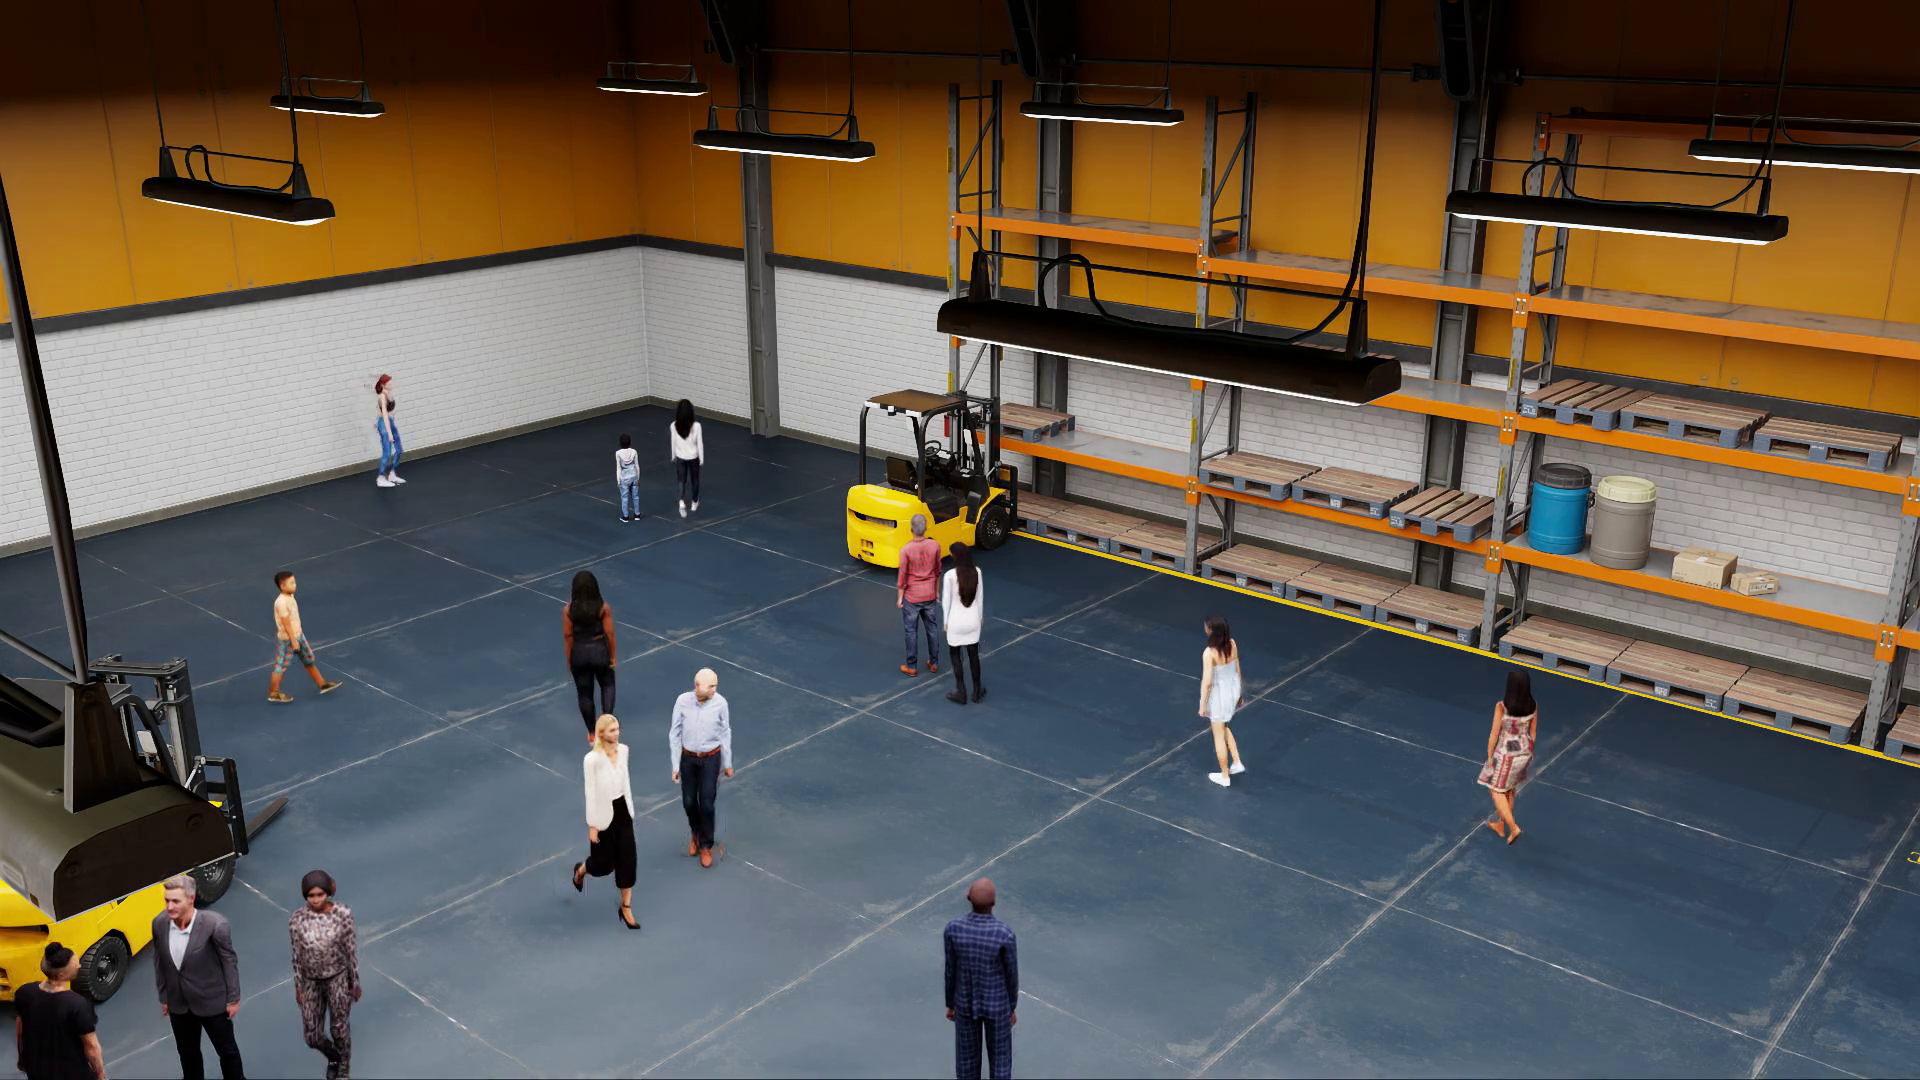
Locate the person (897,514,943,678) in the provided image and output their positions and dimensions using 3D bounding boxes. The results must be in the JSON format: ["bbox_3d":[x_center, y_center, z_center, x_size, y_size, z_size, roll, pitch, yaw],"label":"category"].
[{"bbox_3d":[-0.441,0.592,18.229,0.755,1.831,0.706,-9,21,-25],"label":"person"}]

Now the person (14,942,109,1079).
[{"bbox_3d":[-5.592,3.277,10.235,0.777,1.846,0.917,-2,19,-6],"label":"person"}]

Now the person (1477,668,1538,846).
[{"bbox_3d":[4.864,1.925,14.579,0.916,1.634,1.005,-4,19,-12],"label":"person"}]

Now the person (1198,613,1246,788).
[{"bbox_3d":[2.520,1.518,15.668,0.655,1.710,0.703,-12,22,-31],"label":"person"}]

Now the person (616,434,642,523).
[{"bbox_3d":[-4.702,-0.886,23.513,0.553,1.260,0.579,-9,21,-26],"label":"person"}]

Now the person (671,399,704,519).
[{"bbox_3d":[-3.891,-1.130,23.589,1.048,1.673,1.086,0,19,-1],"label":"person"}]

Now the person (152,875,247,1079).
[{"bbox_3d":[-5.037,3.023,10.995,0.759,1.840,0.863,1,19,4],"label":"person"}]

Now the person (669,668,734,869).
[{"bbox_3d":[-2.238,1.928,14.401,0.865,1.742,0.926,0,19,1],"label":"person"}]

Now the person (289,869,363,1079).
[{"bbox_3d":[-4.297,2.980,11.340,0.749,1.702,0.806,-4,19,-10],"label":"person"}]

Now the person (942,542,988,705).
[{"bbox_3d":[0.063,0.870,17.457,0.765,1.796,0.701,-5,19,-14],"label":"person"}]

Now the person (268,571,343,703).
[{"bbox_3d":[-7.133,1.042,17.523,0.994,1.428,0.956,-2,19,-7],"label":"person"}]

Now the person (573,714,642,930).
[{"bbox_3d":[-2.861,2.248,13.305,0.957,1.836,0.609,14,23,36],"label":"person"}]

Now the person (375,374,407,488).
[{"bbox_3d":[-8.634,-1.622,24.930,0.815,1.750,0.752,-3,19,-10],"label":"person"}]

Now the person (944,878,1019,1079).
[{"bbox_3d":[0.151,3.046,10.963,0.710,1.818,0.818,4,19,11],"label":"person"}]

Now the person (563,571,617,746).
[{"bbox_3d":[-3.661,1.198,16.471,0.810,1.805,0.863,-3,19,-9],"label":"person"}]
